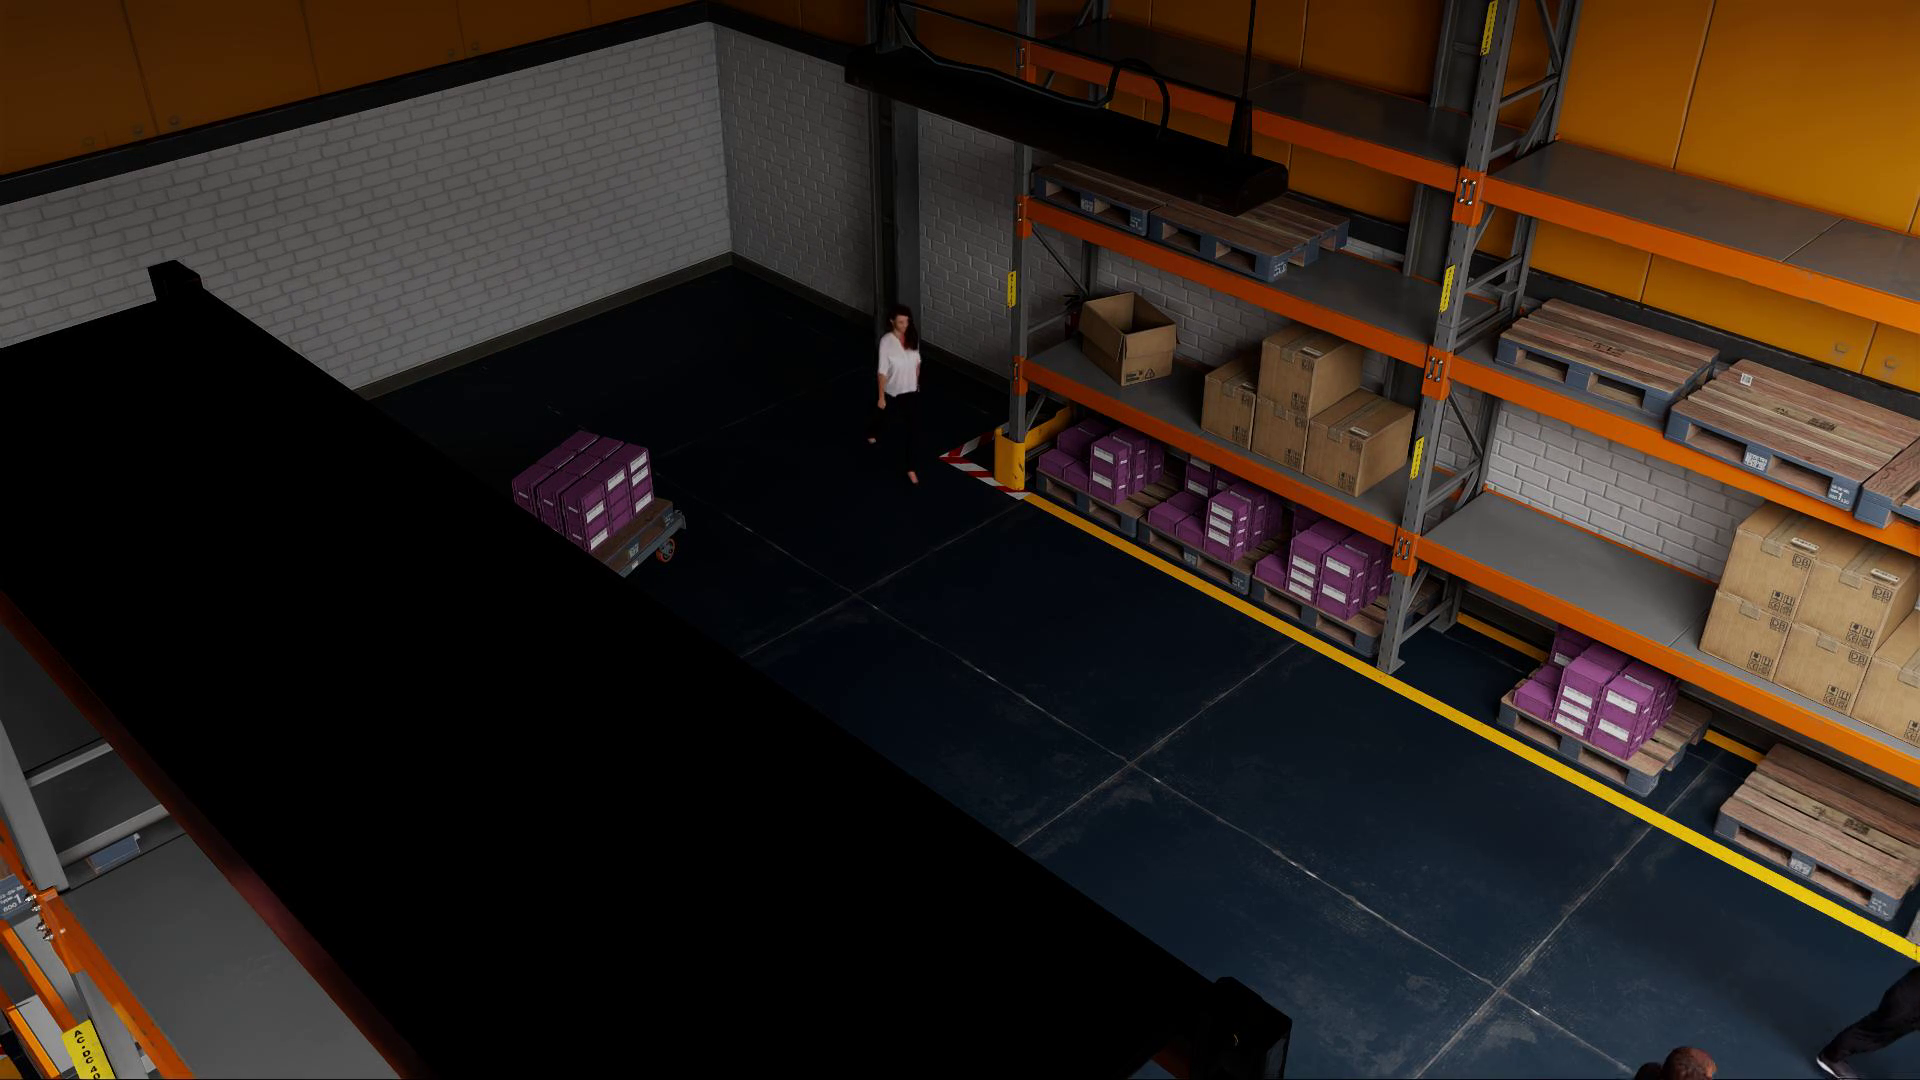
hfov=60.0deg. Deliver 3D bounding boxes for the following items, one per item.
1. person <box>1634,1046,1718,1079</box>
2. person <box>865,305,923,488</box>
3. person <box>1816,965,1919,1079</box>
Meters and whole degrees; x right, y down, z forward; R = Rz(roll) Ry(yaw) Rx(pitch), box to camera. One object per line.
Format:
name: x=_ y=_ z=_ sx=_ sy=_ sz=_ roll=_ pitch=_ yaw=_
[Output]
person: x=3.229 y=3.138 z=8.251 sx=1.254 sy=1.800 sz=1.221 roll=-1 pitch=34 yaw=-2
person: x=-0.611 y=-1.351 z=15.043 sx=0.808 sy=1.758 sz=1.189 roll=-19 pitch=38 yaw=-26
person: x=5.251 y=2.522 z=9.275 sx=0.639 sy=1.693 sz=1.108 roll=-27 pitch=42 yaw=-35
